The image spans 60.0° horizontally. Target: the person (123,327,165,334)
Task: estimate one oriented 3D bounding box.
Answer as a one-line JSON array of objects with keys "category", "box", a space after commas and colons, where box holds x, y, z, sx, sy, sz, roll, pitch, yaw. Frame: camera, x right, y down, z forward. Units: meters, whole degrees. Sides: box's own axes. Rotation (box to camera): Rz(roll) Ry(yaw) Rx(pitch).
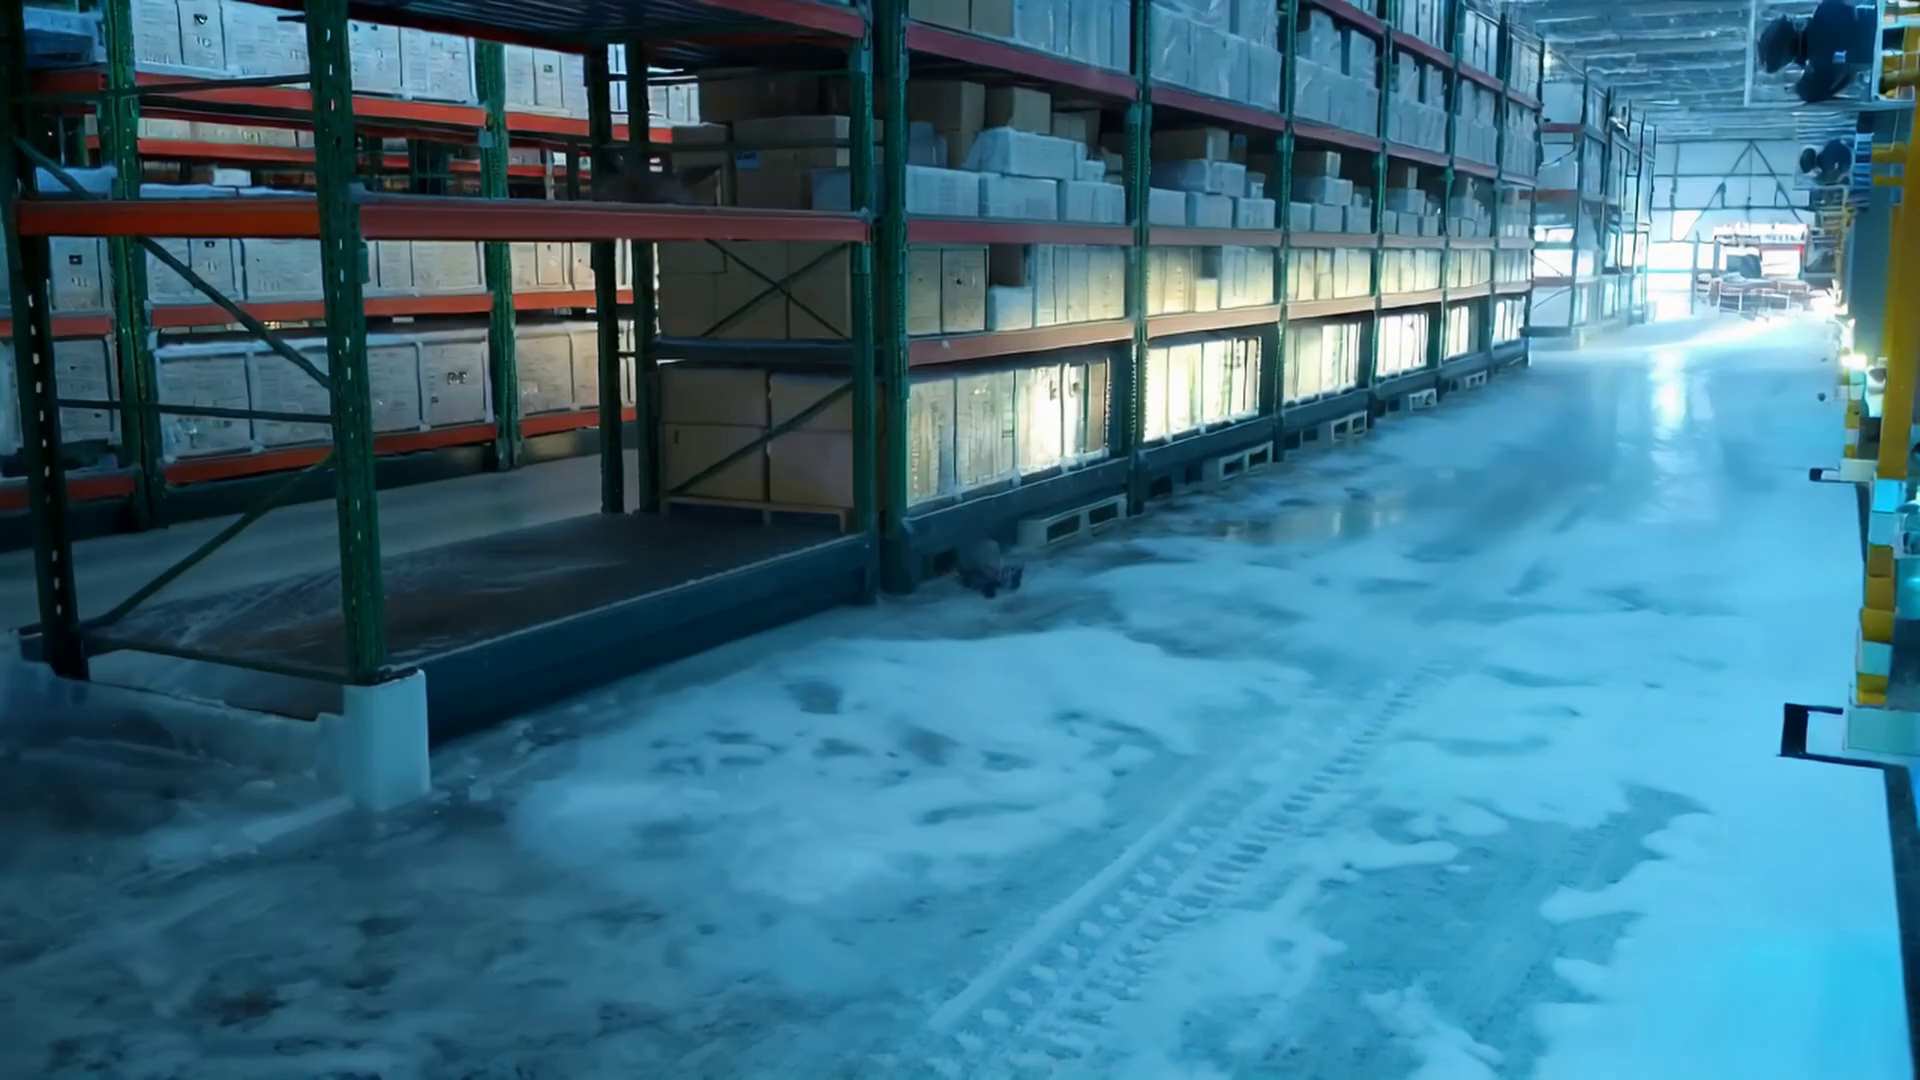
[{"category": "person", "box": [-8.130, -1.539, 16.510, 0.561, 1.753, 0.327, -2, 10, -9]}]
